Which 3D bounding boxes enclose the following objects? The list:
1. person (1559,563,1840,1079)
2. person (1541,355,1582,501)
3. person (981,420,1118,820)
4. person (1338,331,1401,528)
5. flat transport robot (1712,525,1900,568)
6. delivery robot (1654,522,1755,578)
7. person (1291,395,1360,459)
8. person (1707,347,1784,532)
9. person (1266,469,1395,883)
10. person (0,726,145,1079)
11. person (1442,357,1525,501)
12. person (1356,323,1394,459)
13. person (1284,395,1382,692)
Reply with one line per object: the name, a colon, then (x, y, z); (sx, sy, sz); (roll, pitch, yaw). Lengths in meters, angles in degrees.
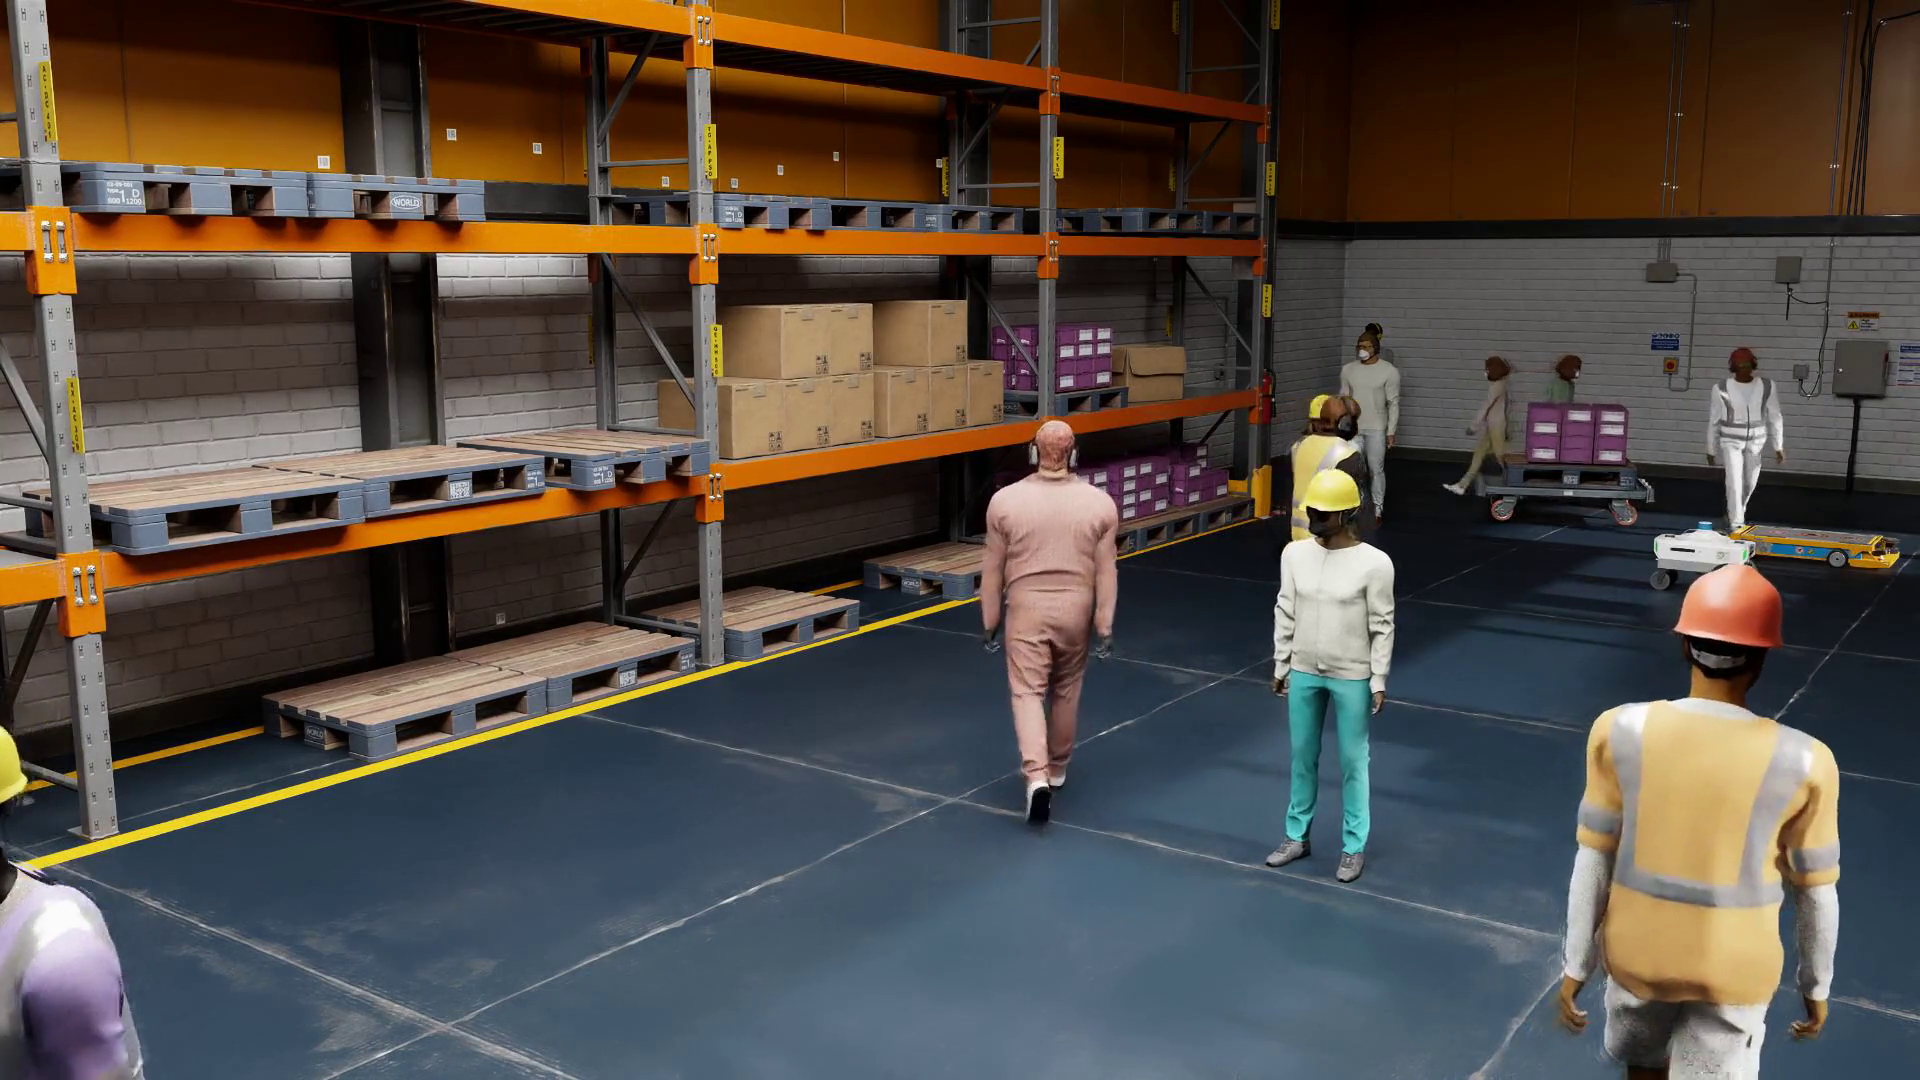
person: (1.818, 1.000, 4.067); (0.571, 1.905, 0.823); (6, 11, 33)
person: (6.558, -1.218, 18.175); (0.346, 1.618, 0.503); (9, 13, 42)
person: (0.429, 0.365, 7.960); (0.649, 1.873, 0.897); (0, 10, -2)
person: (4.010, -1.083, 16.389); (0.630, 1.938, 0.366); (7, 12, 37)
flat transport robot: (7.424, 0.044, 14.640); (1.431, 0.197, 0.652); (7, 12, 35)
delivery robot: (5.899, 0.097, 13.198); (0.707, 0.478, 0.477); (7, 12, 35)
person: (2.579, -0.189, 11.758); (0.486, 1.710, 0.830); (3, 10, 16)
person: (7.300, -0.888, 15.557); (0.646, 1.856, 0.891); (2, 10, 9)
person: (1.568, 0.571, 7.064); (0.528, 1.764, 0.330); (7, 12, 37)
person: (-1.644, 1.202, 2.947); (0.595, 1.895, 0.529); (6, 11, 33)
person: (5.805, -1.216, 18.261); (0.909, 1.573, 0.497); (4, 10, 23)
person: (5.096, -1.745, 20.565); (0.518, 1.862, 0.323); (7, 12, 37)
person: (2.335, 0.026, 10.179); (0.809, 1.807, 0.665); (-3, 10, -16)
